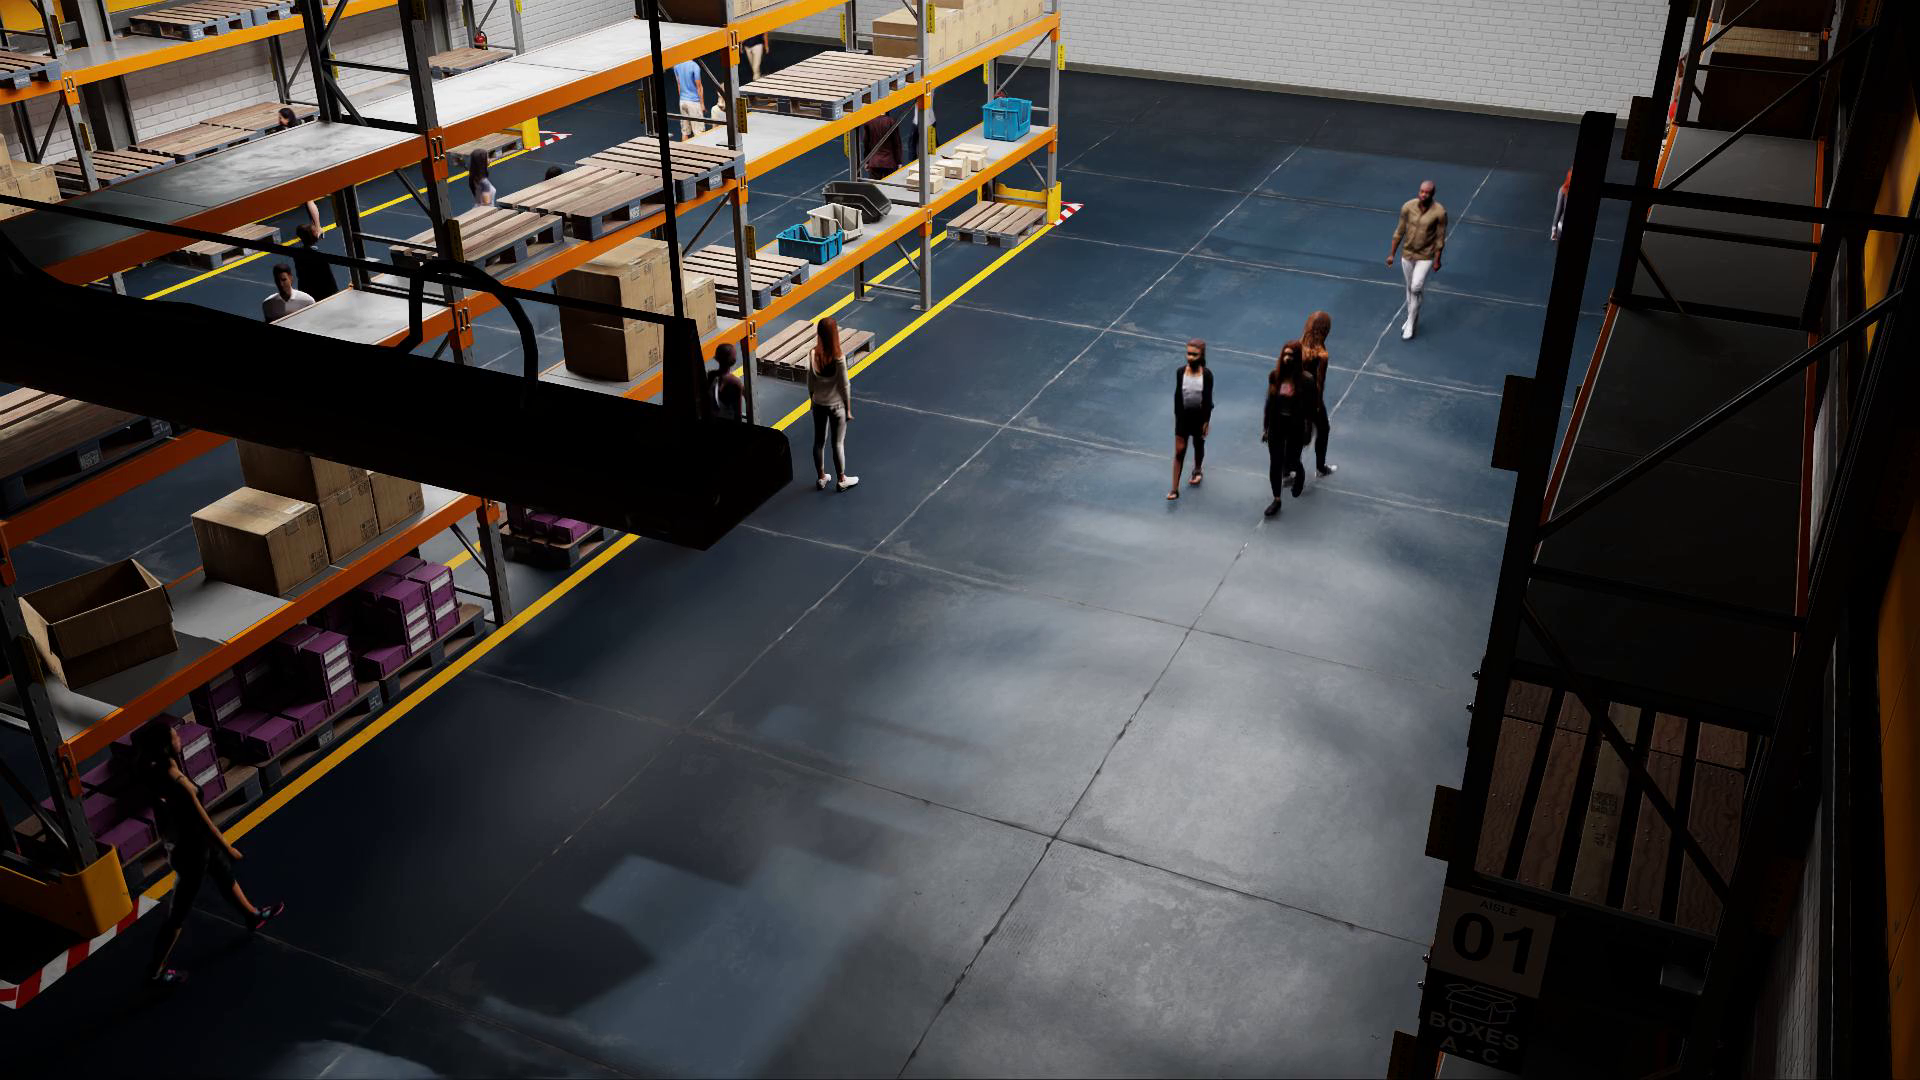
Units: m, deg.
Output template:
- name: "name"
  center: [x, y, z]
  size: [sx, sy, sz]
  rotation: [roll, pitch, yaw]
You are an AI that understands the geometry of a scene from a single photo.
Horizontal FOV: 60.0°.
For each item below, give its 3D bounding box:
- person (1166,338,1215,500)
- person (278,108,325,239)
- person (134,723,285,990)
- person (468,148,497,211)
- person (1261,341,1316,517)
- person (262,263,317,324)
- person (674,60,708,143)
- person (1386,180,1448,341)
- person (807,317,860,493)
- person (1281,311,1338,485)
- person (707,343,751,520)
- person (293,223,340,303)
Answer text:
- name: "person"
  center: [2.219, -1.172, 15.637]
  size: [0.603, 1.517, 1.060]
  rotation: [9, 30, 17]
- name: "person"
  center: [-8.793, -4.871, 22.156]
  size: [0.821, 1.769, 0.784]
  rotation: [-15, 32, -25]
- name: "person"
  center: [-4.644, 1.903, 9.834]
  size: [0.838, 1.676, 1.229]
  rotation: [24, 36, 36]
- name: "person"
  center: [-5.967, -3.972, 20.621]
  size: [1.198, 1.659, 0.935]
  rotation: [-21, 35, -33]
- name: "person"
  center: [3.031, -1.055, 15.234]
  size: [0.662, 1.699, 0.848]
  rotation: [17, 33, 28]
- name: "person"
  center: [-6.592, -1.868, 16.556]
  size: [0.748, 1.859, 0.719]
  rotation: [-1, 29, -1]
- name: "person"
  center: [-4.097, -6.656, 25.327]
  size: [0.672, 1.866, 0.599]
  rotation: [17, 33, 28]
- name: "person"
  center: [5.326, -3.295, 19.230]
  size: [0.856, 1.804, 0.939]
  rotation: [22, 36, 35]
- name: "person"
  center: [-1.231, -1.270, 15.613]
  size: [0.593, 1.712, 0.546]
  rotation: [14, 31, 24]
- name: "person"
  center: [3.210, -1.301, 15.688]
  size: [0.939, 1.695, 0.797]
  rotation: [-21, 35, -33]
- name: "person"
  center: [-2.136, -0.885, 14.847]
  size: [0.638, 1.770, 0.687]
  rotation: [16, 32, 26]
- name: "person"
  center: [-6.874, -2.471, 17.750]
  size: [0.843, 1.774, 1.187]
  rotation: [20, 34, 32]
